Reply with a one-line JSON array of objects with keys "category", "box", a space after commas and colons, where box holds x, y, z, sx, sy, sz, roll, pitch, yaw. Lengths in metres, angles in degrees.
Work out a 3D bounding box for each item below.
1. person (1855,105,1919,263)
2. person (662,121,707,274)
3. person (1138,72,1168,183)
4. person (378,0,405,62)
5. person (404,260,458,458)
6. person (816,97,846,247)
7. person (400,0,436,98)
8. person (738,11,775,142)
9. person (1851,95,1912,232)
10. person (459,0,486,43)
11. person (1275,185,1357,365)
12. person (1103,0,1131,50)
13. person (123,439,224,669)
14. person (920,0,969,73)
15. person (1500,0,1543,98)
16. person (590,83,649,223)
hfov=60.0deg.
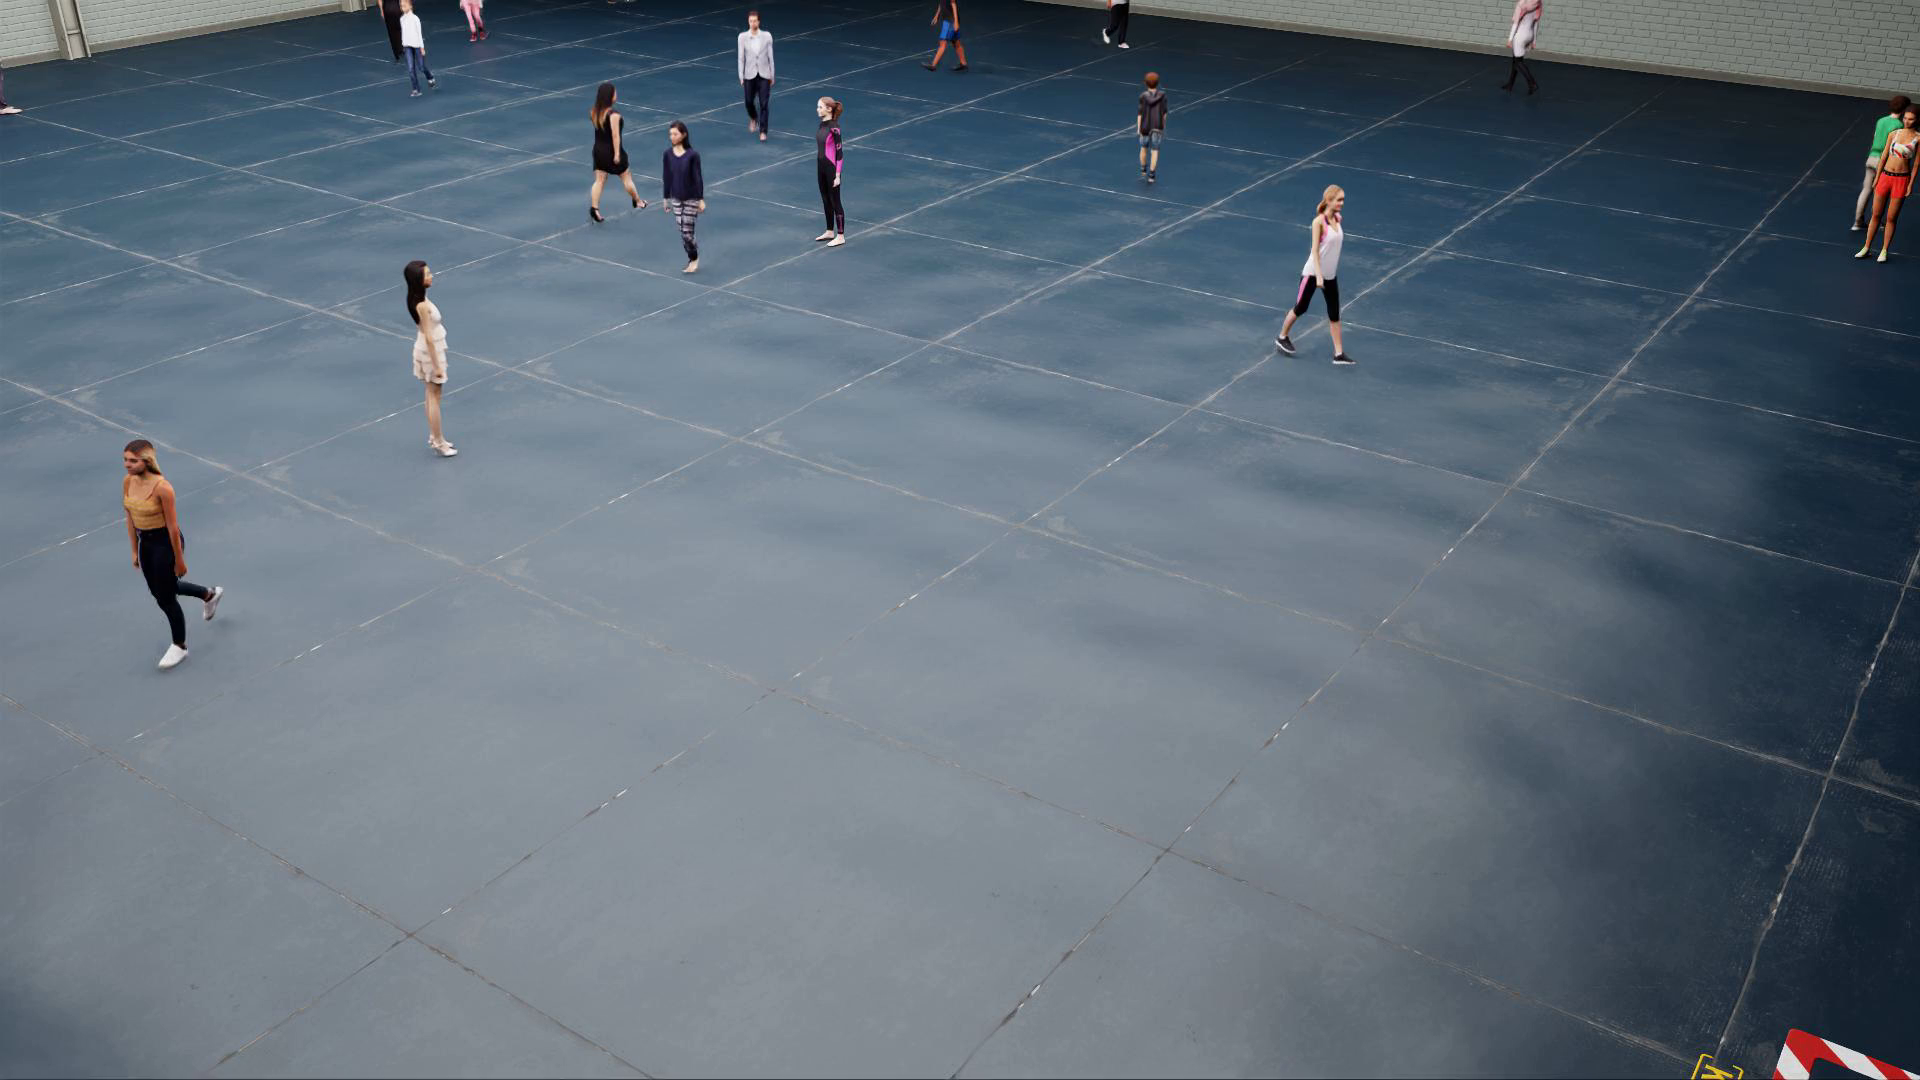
[{"category": "person", "box": [10.771, -4.115, 19.174, 0.603, 1.788, 0.579, 22, 35, 37]}, {"category": "person", "box": [-3.061, -3.882, 18.791, 0.678, 1.724, 0.666, 11, 29, 21]}, {"category": "person", "box": [2.564, -5.506, 22.280, 0.833, 1.417, 1.028, 3, 27, 6]}, {"category": "person", "box": [-10.066, -9.310, 29.494, 0.925, 1.576, 0.947, -8, 28, -15]}, {"category": "person", "box": [-4.556, -1.555, 14.259, 0.689, 1.735, 0.662, -11, 29, -20]}, {"category": "person", "box": [-1.547, -4.383, 19.736, 0.632, 1.750, 0.633, -18, 32, -31]}, {"category": "person", "box": [-8.828, -8.006, 26.999, 0.737, 1.541, 0.911, 5, 28, 9]}, {"category": "person", "box": [-2.957, -6.813, 24.357, 0.933, 1.839, 1.002, -3, 27, -5]}, {"category": "person", "box": [11.125, -4.552, 20.183, 0.834, 1.641, 0.772, -11, 29, -21]}, {"category": "person", "box": [-9.165, -10.122, 31.218, 0.677, 1.441, 0.722, 2, 27, 3]}, {"category": "person", "box": [3.429, -2.585, 16.254, 1.175, 1.740, 0.921, -20, 33, -33]}, {"category": "person", "box": [2.905, -9.909, 30.547, 0.816, 1.676, 0.833, -20, 33, -34]}, {"category": "person", "box": [-5.373, 0.041, 11.293, 0.679, 1.614, 0.945, 12, 30, 22]}, {"category": "person", "box": [-0.082, -8.885, 28.475, 1.139, 1.752, 1.054, -5, 28, -10]}, {"category": "person", "box": [9.123, -8.025, 26.784, 1.169, 1.772, 1.055, -13, 30, -23]}, {"category": "person", "box": [-4.385, -4.701, 20.452, 0.666, 1.659, 1.063, 19, 33, 32]}]
